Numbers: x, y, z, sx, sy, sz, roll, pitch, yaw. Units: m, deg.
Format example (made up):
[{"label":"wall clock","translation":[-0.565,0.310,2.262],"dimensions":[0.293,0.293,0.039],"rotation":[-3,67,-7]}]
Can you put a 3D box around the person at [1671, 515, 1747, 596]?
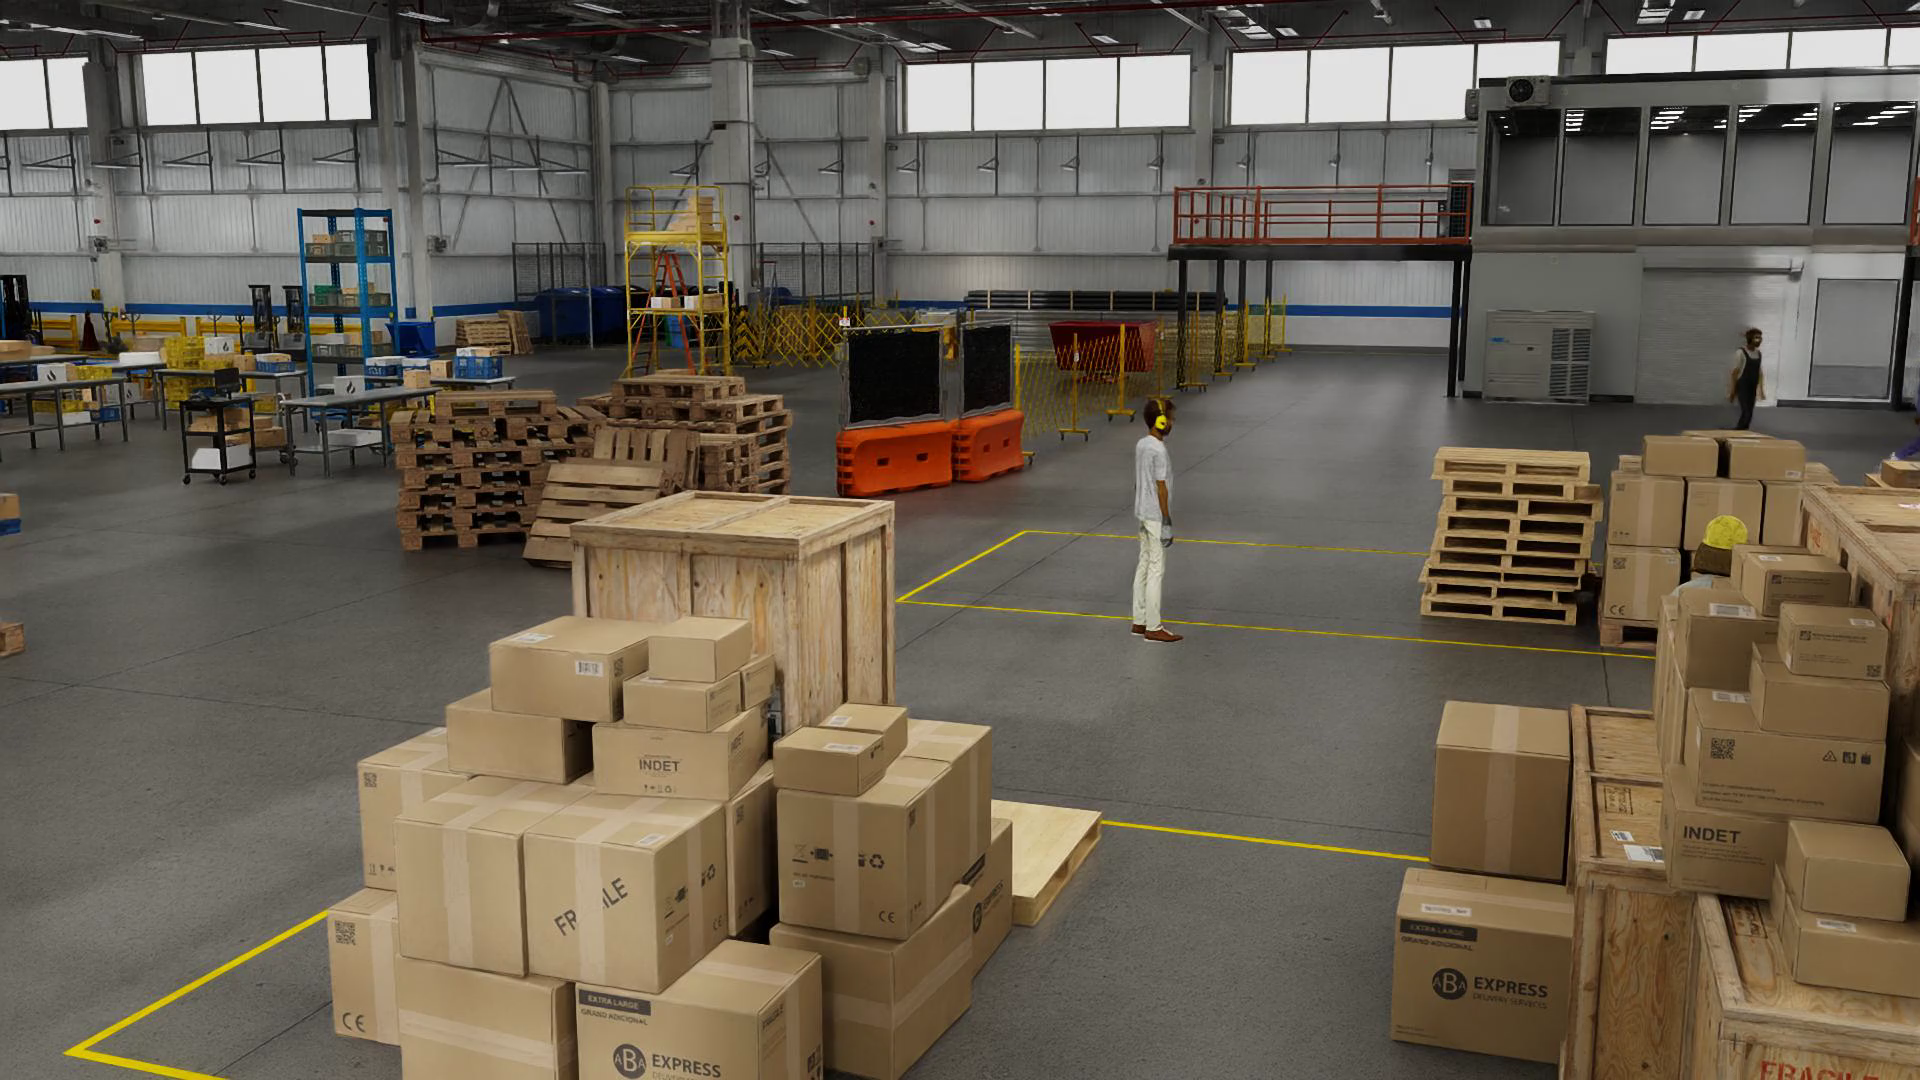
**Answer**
[{"label":"person","translation":[3.665,0.743,8.096],"dimensions":[0.492,1.744,0.295],"rotation":[1,10,5]}]

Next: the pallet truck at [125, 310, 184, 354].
[{"label":"pallet truck","translation":[-22.038,-5.665,45.457],"dimensions":[0.704,1.261,1.522],"rotation":[3,11,17]}]

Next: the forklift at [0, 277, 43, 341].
[{"label":"forklift","translation":[-27.151,-6.329,46.328],"dimensions":[1.157,1.987,2.680],"rotation":[3,11,17]}]

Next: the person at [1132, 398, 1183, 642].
[{"label":"person","translation":[1.511,-0.154,12.780],"dimensions":[0.328,1.875,0.513],"rotation":[-3,11,-17]}]

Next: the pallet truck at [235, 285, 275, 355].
[{"label":"pallet truck","translation":[-18.327,-5.835,44.421],"dimensions":[0.823,1.965,1.885],"rotation":[4,11,23]}]

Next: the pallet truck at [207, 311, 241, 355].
[{"label":"pallet truck","translation":[-19.537,-5.575,44.913],"dimensions":[0.653,1.274,1.630],"rotation":[3,11,19]}]

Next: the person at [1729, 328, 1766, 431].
[{"label":"person","translation":[11.505,-2.154,24.193],"dimensions":[0.519,1.824,0.577],"rotation":[-5,11,-25]}]

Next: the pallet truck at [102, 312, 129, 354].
[{"label":"pallet truck","translation":[-23.057,-5.777,46.261],"dimensions":[0.680,1.201,1.601],"rotation":[3,11,19]}]

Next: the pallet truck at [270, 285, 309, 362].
[{"label":"pallet truck","translation":[-17.147,-5.700,43.663],"dimensions":[0.823,1.965,1.885],"rotation":[3,11,17]}]

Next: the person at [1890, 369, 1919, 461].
[{"label":"person","translation":[12.494,-1.707,21.473],"dimensions":[0.595,1.897,0.791],"rotation":[-7,12,-36]}]
